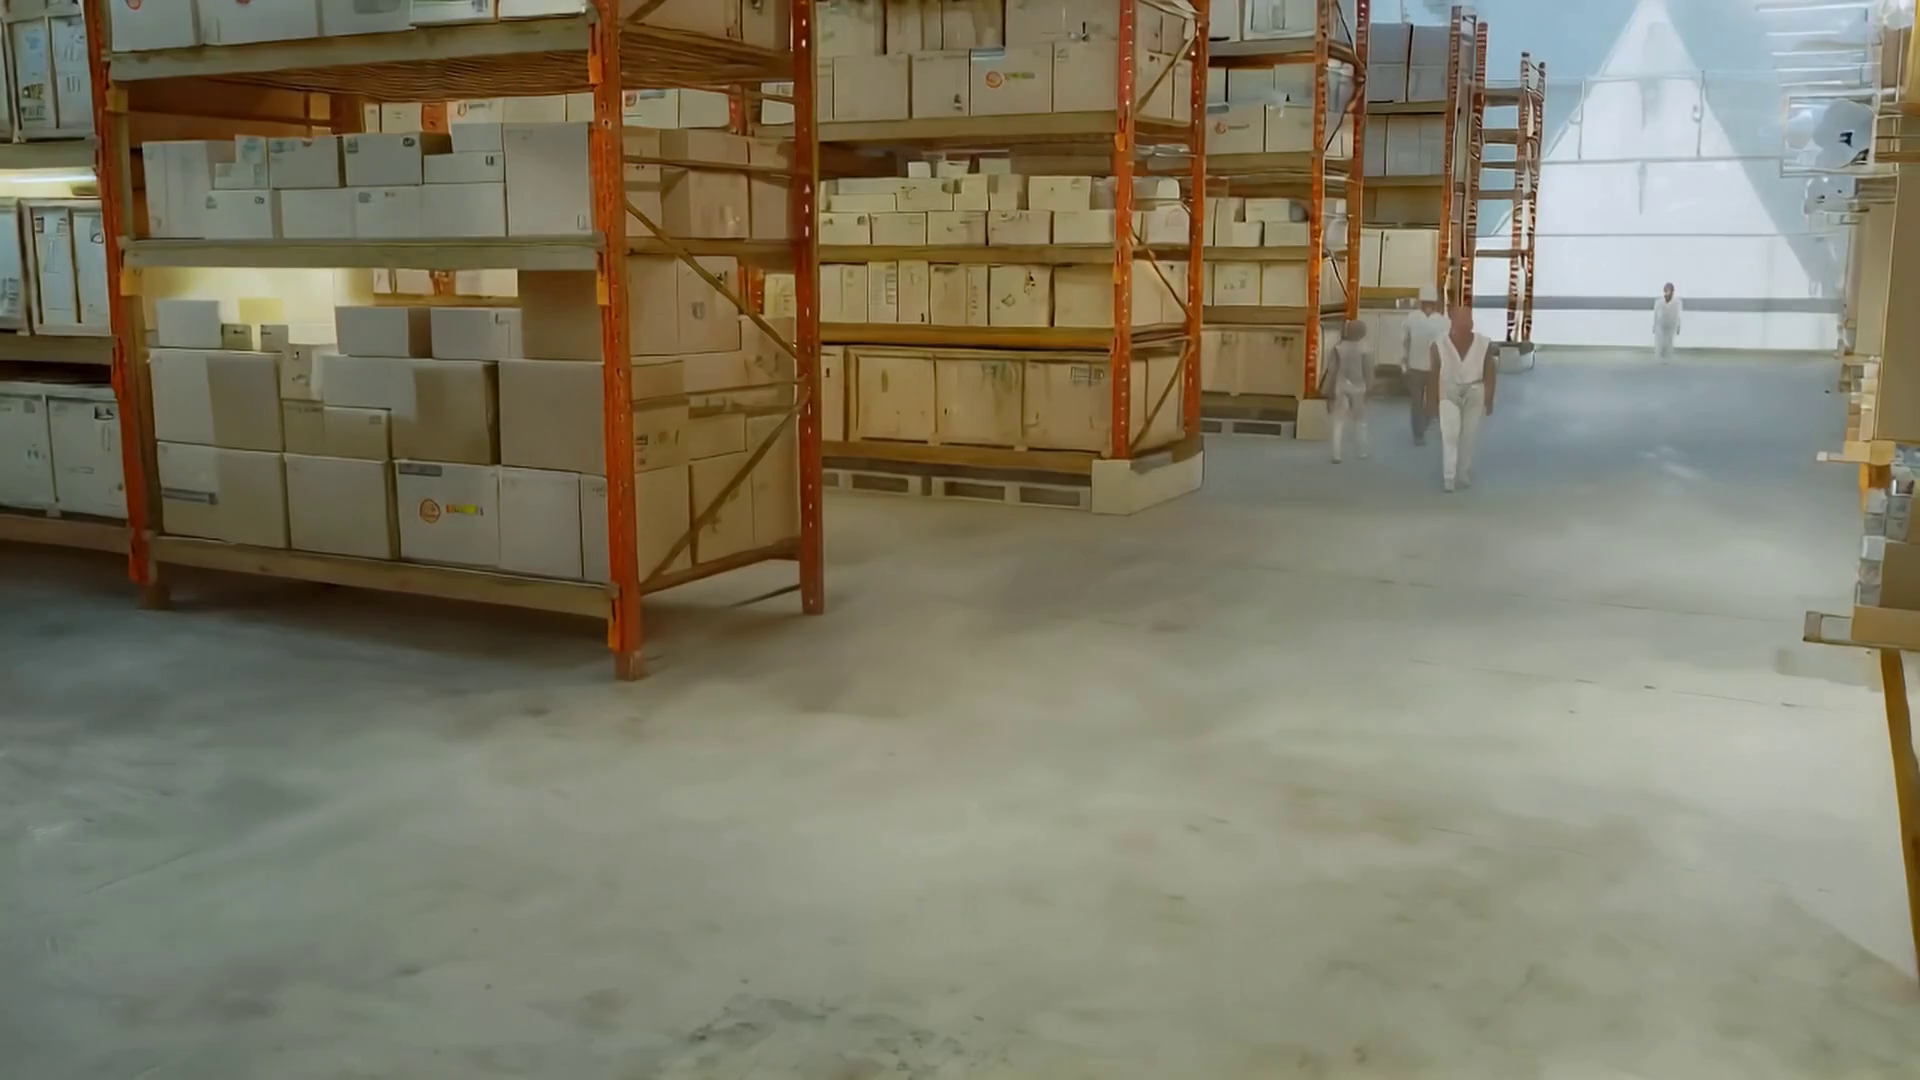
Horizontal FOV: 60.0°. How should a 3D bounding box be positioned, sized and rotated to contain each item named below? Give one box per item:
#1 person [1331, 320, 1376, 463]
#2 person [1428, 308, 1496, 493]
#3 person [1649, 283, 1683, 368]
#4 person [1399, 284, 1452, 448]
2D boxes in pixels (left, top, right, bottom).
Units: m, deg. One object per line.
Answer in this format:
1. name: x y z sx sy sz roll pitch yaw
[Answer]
1. person: 4.393 -1.664 18.624 0.510 1.589 0.869 5 11 26
2. person: 4.958 -1.397 16.470 0.624 1.803 0.927 2 10 10
3. person: 14.192 -4.297 33.467 0.591 1.711 0.840 7 12 36
4. person: 5.642 -2.116 20.163 0.629 1.964 0.811 2 10 11
